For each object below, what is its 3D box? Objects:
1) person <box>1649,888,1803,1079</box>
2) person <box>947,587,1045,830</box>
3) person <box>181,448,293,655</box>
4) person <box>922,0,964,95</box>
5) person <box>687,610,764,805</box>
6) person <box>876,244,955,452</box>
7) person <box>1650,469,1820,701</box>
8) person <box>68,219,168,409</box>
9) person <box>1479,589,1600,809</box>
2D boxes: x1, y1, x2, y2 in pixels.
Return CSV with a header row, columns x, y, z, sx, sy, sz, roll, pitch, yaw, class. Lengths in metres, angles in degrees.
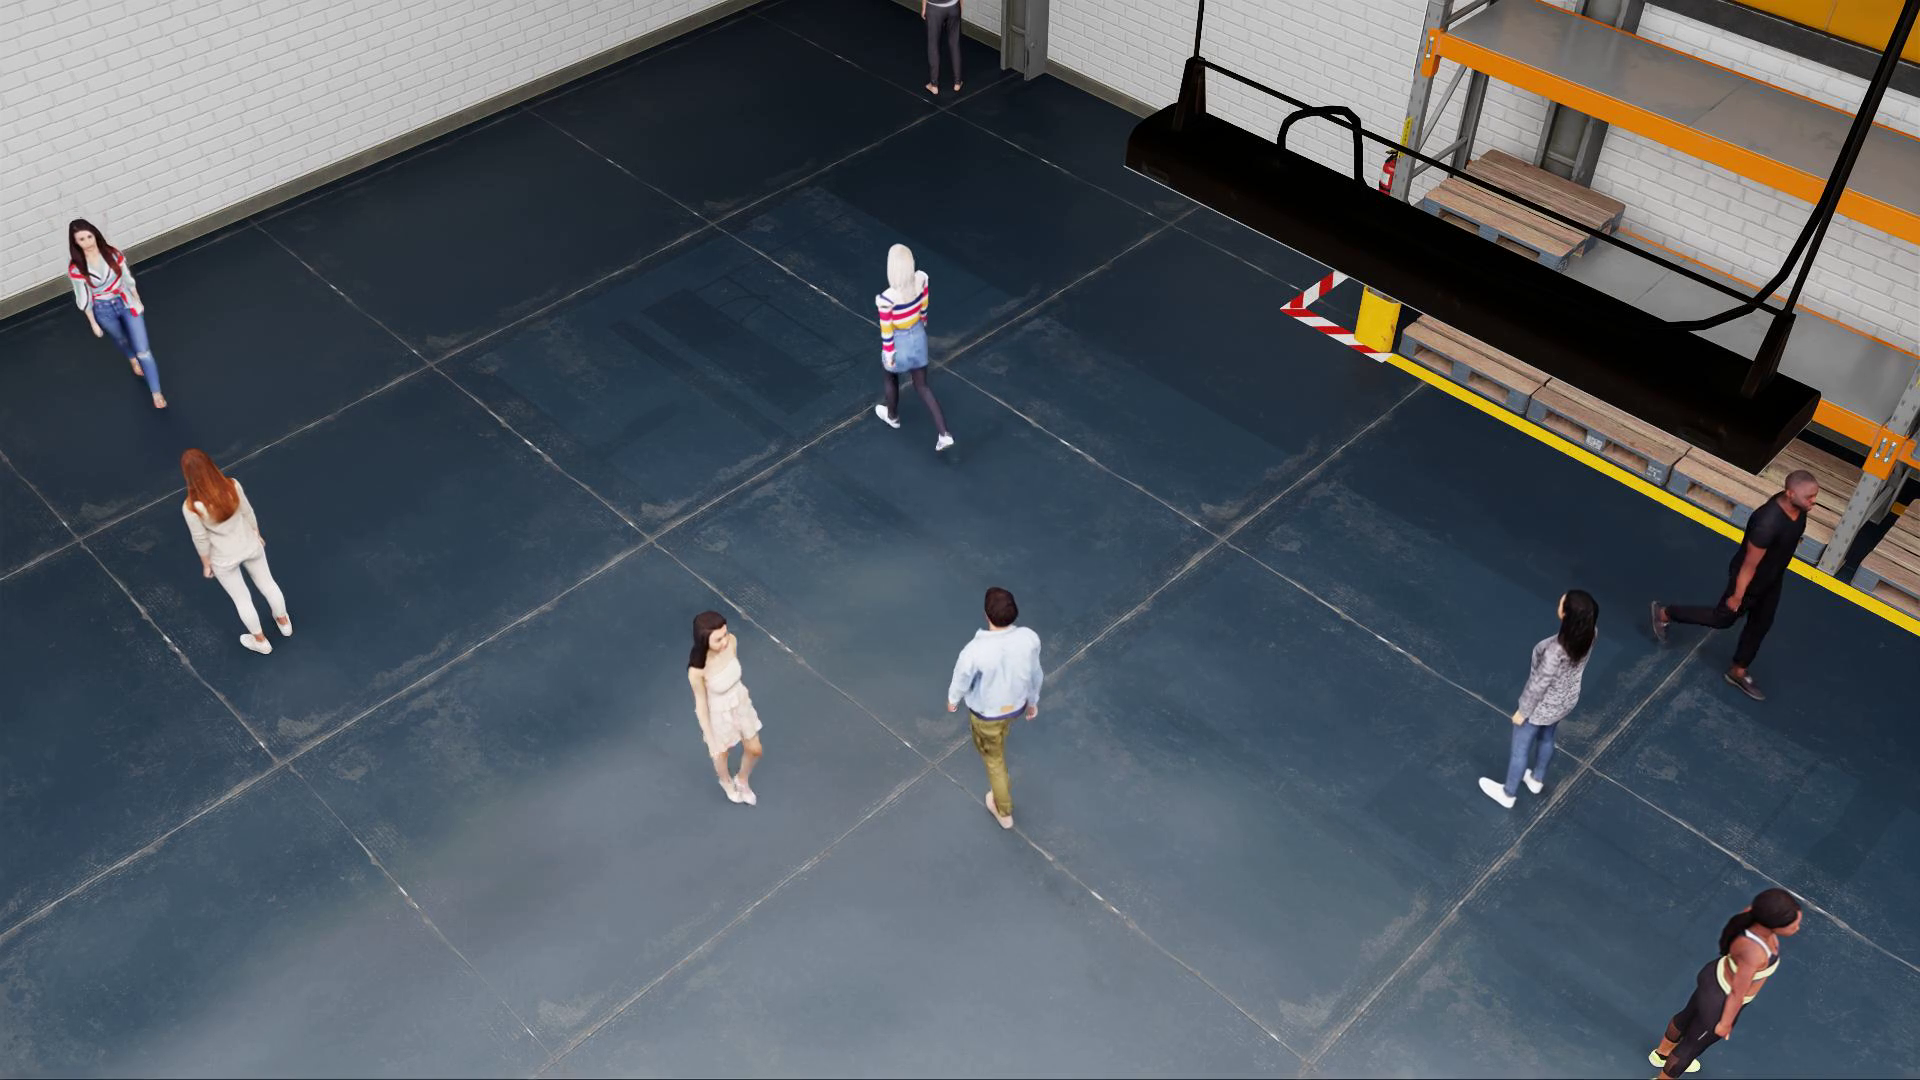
x,y,z,sx,sy,sz,roll,pitch,yaw,class
3.925,2.341,8.599,0.622,1.753,0.632,16,46,16,person
0.255,1.055,9.928,0.874,1.781,1.114,-20,47,-20,person
-4.799,0.072,11.009,0.565,1.713,0.608,31,51,28,person
-0.168,-5.312,16.624,0.668,1.765,0.680,-9,44,-10,person
-1.481,1.021,10.007,0.620,1.721,0.611,29,51,27,person
-0.345,-1.429,12.535,0.771,1.782,1.153,-27,50,-25,person
5.075,0.206,10.810,0.749,1.794,1.157,-29,51,-27,person
-6.686,-1.845,13.125,0.775,1.570,1.147,-23,48,-23,person
3.561,0.967,10.057,0.653,1.731,0.586,-26,49,-25,person
